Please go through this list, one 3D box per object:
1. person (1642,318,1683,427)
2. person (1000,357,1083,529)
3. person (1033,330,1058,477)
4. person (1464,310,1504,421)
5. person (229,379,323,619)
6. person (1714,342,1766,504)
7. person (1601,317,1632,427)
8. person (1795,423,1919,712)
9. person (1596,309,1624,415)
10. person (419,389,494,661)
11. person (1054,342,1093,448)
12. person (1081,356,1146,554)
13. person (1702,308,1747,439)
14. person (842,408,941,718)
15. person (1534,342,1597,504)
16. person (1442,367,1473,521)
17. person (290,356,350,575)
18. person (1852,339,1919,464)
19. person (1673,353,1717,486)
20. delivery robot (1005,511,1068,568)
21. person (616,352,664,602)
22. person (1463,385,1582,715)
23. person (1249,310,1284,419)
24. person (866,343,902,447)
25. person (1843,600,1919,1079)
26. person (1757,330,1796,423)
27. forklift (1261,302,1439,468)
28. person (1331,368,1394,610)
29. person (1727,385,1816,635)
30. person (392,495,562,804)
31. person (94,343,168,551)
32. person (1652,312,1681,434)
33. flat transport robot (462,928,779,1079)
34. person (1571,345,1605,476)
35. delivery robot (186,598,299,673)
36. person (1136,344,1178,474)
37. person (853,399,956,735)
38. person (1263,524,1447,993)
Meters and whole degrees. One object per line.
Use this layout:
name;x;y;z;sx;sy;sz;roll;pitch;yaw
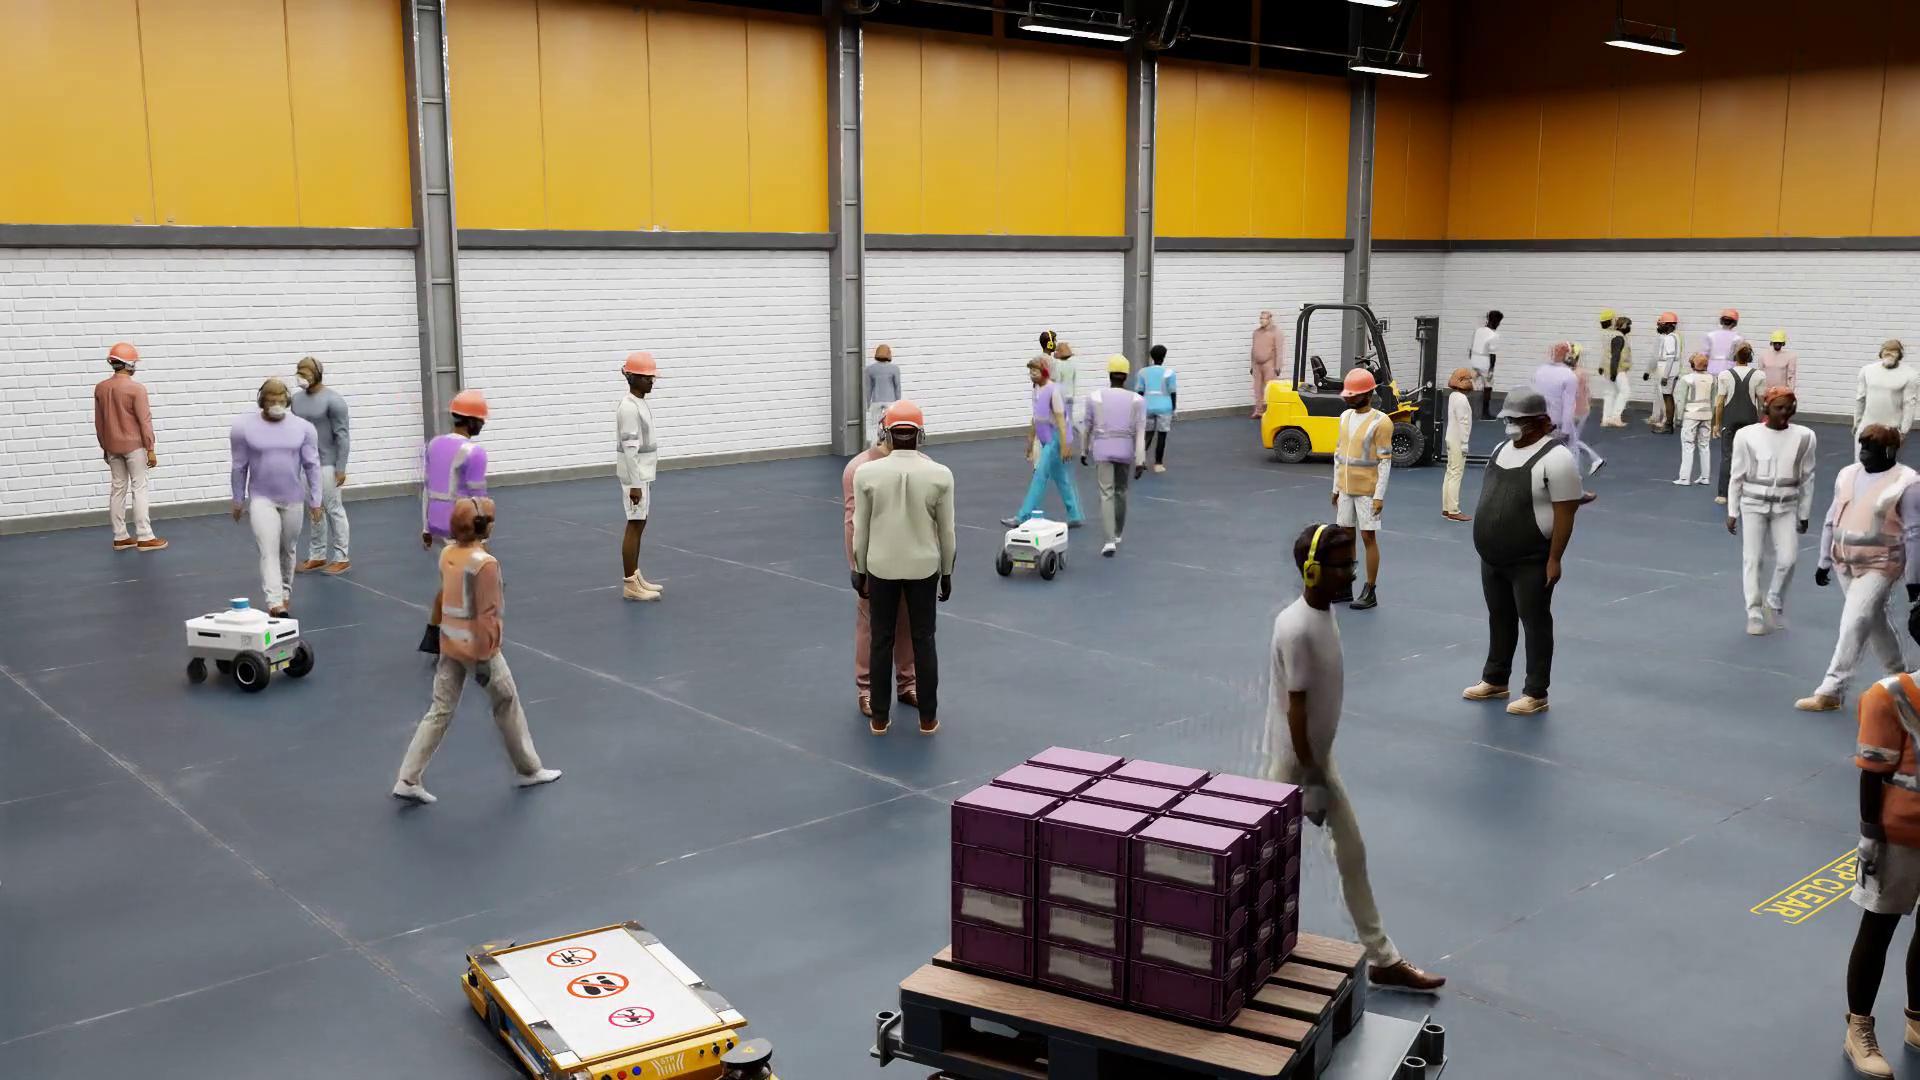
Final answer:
person;11.537;-2.767;27.490;0.616;1.807;0.756;-9;13;-41
person;0.855;-0.971;17.010;0.940;1.781;0.580;-2;10;-14
person;1.123;-1.730;21.243;0.328;1.862;0.509;-5;11;-29
person;8.789;-2.943;28.219;0.894;1.922;0.673;-5;11;-29
person;-5.200;-0.282;12.715;0.640;1.873;1.042;-5;11;-29
person;8.820;-1.313;18.840;0.505;1.847;0.344;4;10;21
person;10.859;-2.753;27.355;0.554;1.818;0.649;4;10;20
person;5.692;0.158;10.388;0.978;1.799;0.634;-3;10;-15
person;11.524;-3.150;29.484;0.536;1.879;0.621;6;11;31
person;-3.436;-0.084;11.483;0.559;1.903;0.508;8;13;40
person;1.531;-2.001;23.572;0.680;1.613;0.508;8;13;39
person;1.477;-0.821;15.905;0.589;1.875;1.018;-1;10;-4
person;11.774;-2.569;25.705;0.627;2.010;0.554;7;12;34
person;-0.399;0.129;10.246;0.640;1.901;0.401;-5;11;-29
person;6.731;-1.300;18.737;0.991;1.855;0.654;-4;11;-24
person;5.331;-1.024;17.760;0.284;1.636;0.500;0;10;3
person;-5.671;-0.656;14.723;0.635;1.936;0.355;5;11;26
person;10.068;-1.234;18.202;0.646;1.903;0.812;9;13;44
person;9.047;-1.477;20.440;0.517;1.628;0.320;-2;10;-12
delivery robot;0.683;-0.014;14.738;0.477;0.478;0.707;5;11;26
person;-2.612;-0.522;13.641;0.387;2.039;0.614;-1;10;-4
person;3.434;0.050;10.292;0.538;2.000;0.689;-4;11;-24
person;5.329;-3.031;28.793;0.643;1.891;0.654;-8;13;-40
person;-1.036;-1.869;22.721;0.502;1.632;0.265;2;10;12
person;3.299;1.008;5.688;0.540;1.696;0.316;-2;10;-10
person;11.990;-2.217;24.451;0.525;1.746;0.658;6;11;30
forklift;5.320;-2.157;22.763;2.313;2.155;1.214;3;10;16
person;3.179;-0.409;13.309;0.369;1.929;0.542;-7;12;-34
person;5.999;-0.215;12.327;0.591;1.869;0.406;3;10;17
person;-2.545;0.564;8.588;0.527;1.591;0.889;9;13;43
person;-7.954;-0.890;15.931;0.625;1.990;0.395;3;10;18
person;11.196;-2.643;26.361;0.377;1.936;0.549;6;11;31
flat transport robot;-1.237;1.689;5.871;0.652;0.197;1.431;-6;11;-32
person;7.740;-1.588;20.796;0.577;1.738;0.531;2;10;9
delivery robot;-4.736;0.628;10.980;0.707;0.478;0.477;3;10;19
person;2.550;-1.686;21.517;0.537;1.683;0.391;5;11;28
person;-0.327;0.165;9.806;0.607;1.987;0.409;-1;10;-4
person;1.362;0.836;6.360;0.958;1.816;0.535;6;11;32
